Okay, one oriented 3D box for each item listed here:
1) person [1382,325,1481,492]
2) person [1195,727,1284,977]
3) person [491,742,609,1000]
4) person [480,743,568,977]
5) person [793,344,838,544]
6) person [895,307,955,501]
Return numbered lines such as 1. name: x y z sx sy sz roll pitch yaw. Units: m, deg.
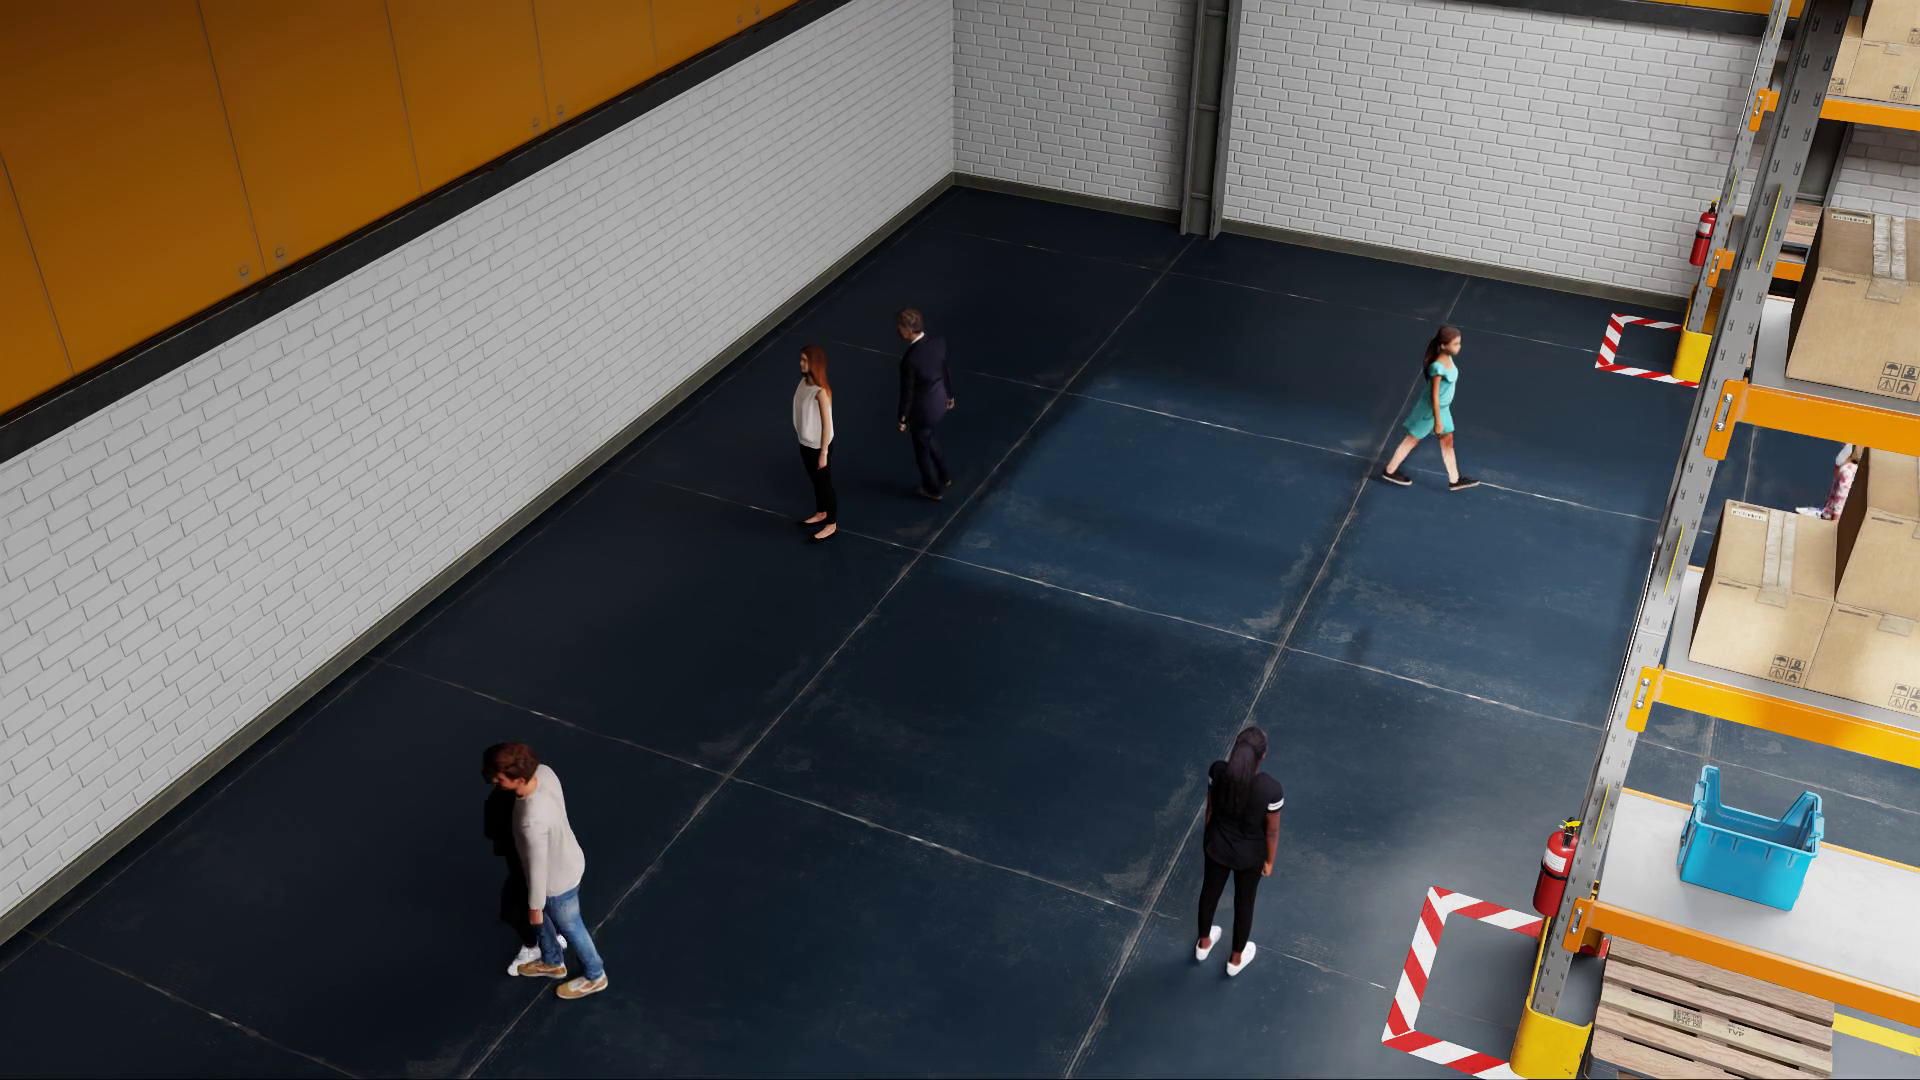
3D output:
1. person: 3.874 -1.094 13.940 1.038 1.514 0.616 18 37 25
2. person: 1.565 1.756 9.458 0.500 1.729 0.662 17 37 24
3. person: -2.173 1.829 9.212 0.926 1.880 0.865 -5 34 -7
4. person: -2.420 1.777 9.515 0.805 1.630 0.725 -19 38 -26
5. person: -1.143 -0.785 13.288 0.715 1.722 0.635 -15 36 -21
6. person: -0.235 -1.077 13.668 0.713 1.785 0.789 26 42 33
